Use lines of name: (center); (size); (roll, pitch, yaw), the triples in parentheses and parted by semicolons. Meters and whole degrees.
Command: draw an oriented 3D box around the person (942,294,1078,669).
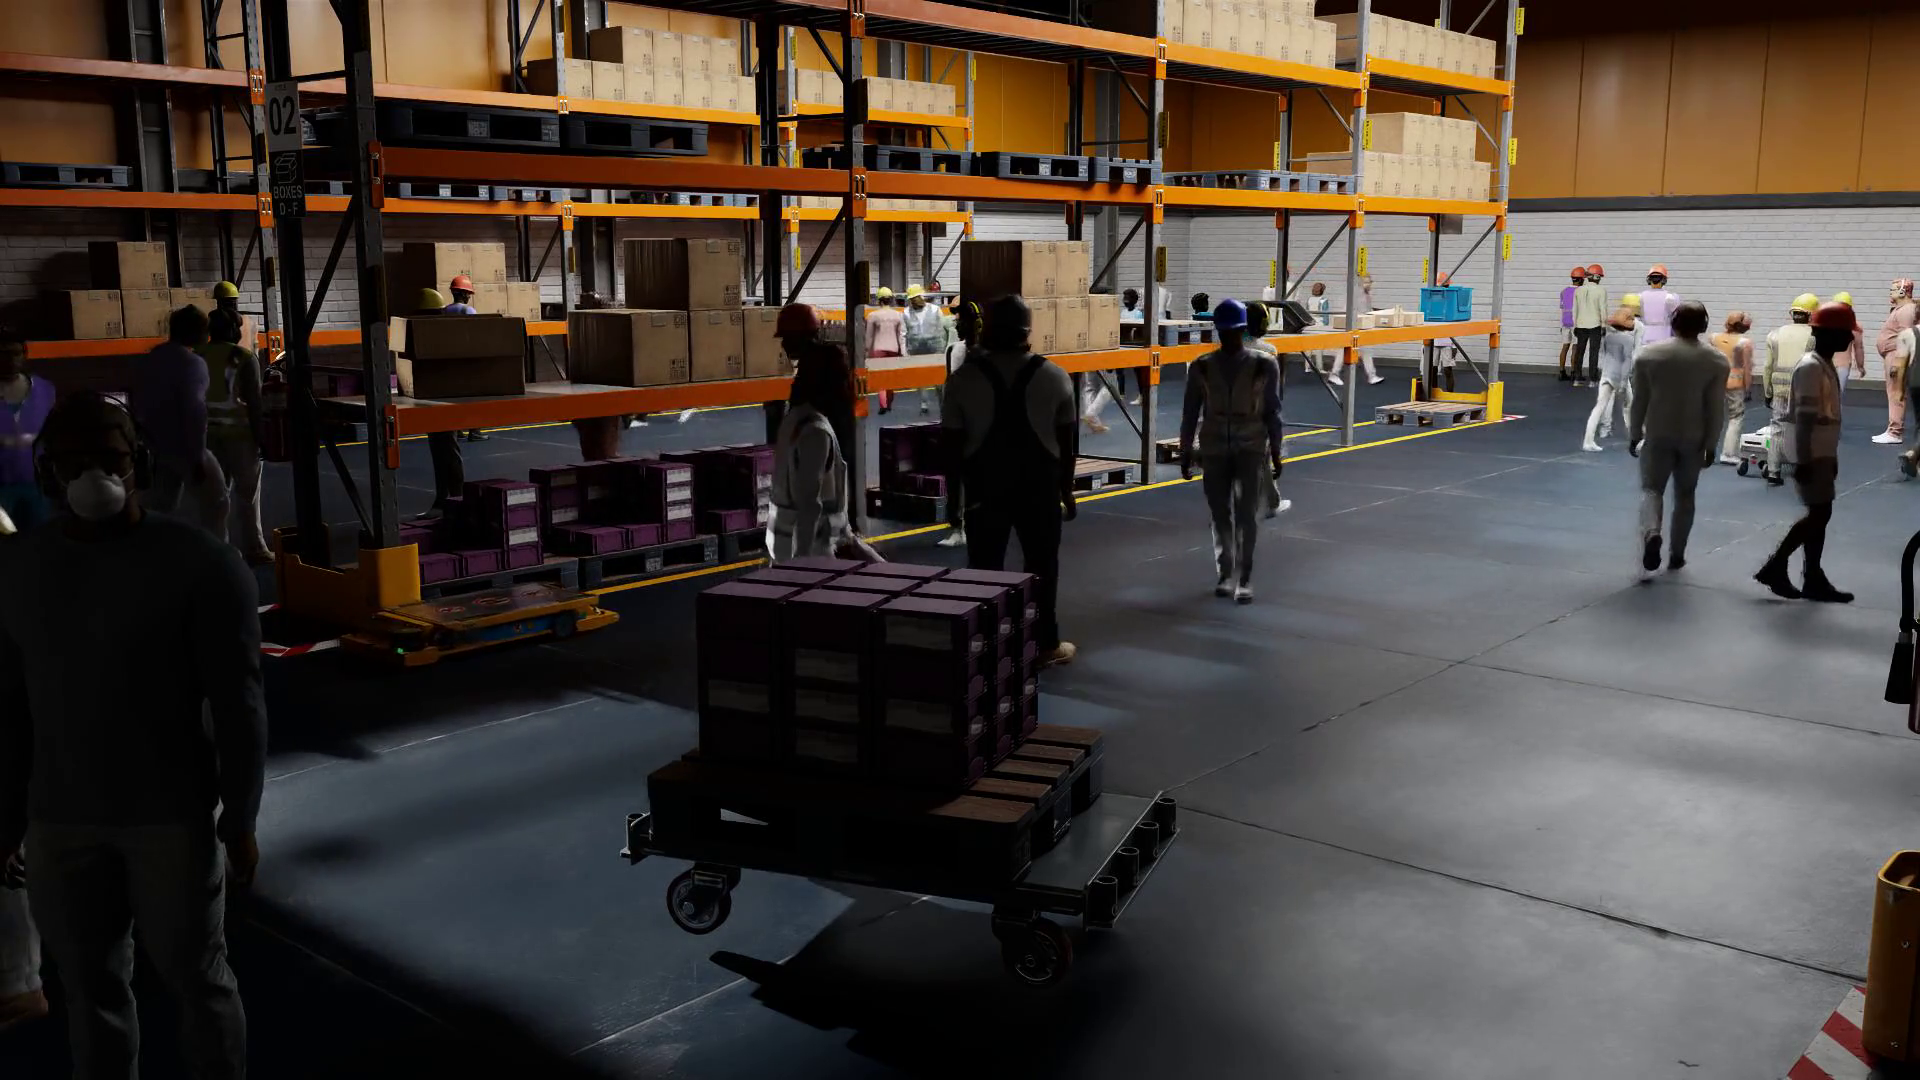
person: (0.275, -0.301, 8.820); (0.735, 2.000, 0.534); (0, 10, 1)

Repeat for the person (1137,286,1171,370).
person: (3.276, -3.642, 28.109); (0.635, 1.946, 0.635); (-4, 11, -20)

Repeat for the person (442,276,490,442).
person: (-5.804, -2.110, 19.443); (0.542, 1.927, 0.374); (4, 11, 24)

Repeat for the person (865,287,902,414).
person: (-1.018, -2.591, 22.735); (0.538, 1.735, 0.810); (-2, 10, -13)

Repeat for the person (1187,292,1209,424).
person: (3.055, -2.341, 21.440); (0.321, 1.689, 0.529); (2, 10, 9)

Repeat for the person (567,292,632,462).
person: (-2.991, -1.115, 13.867); (0.670, 1.893, 0.487); (6, 12, 31)

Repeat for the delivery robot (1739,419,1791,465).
delivery robot: (8.080, -0.956, 16.509); (0.707, 0.478, 0.477); (-6, 12, -31)

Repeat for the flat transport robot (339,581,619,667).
flat transport robot: (-2.733, 0.457, 9.539); (0.652, 0.197, 1.431); (8, 13, 40)

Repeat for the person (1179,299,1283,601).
person: (1.709, -0.561, 10.611); (0.654, 1.926, 0.643); (4, 11, 19)

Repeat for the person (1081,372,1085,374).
person: (2.125, -3.872, 29.940); (0.313, 1.766, 0.533); (2, 10, 10)

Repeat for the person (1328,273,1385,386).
person: (6.529, -3.441, 27.255); (1.014, 1.854, 0.675); (9, 13, 42)

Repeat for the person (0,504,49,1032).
person: (-2.901, 0.509, 4.786); (0.633, 1.841, 0.429); (10, 14, 44)

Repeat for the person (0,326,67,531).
person: (-5.490, -0.326, 9.606); (0.664, 1.822, 0.593); (8, 13, 39)

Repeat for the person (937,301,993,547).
person: (0.089, -0.850, 12.454); (0.520, 1.865, 0.335); (6, 12, 30)

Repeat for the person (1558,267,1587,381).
person: (10.446, -3.663, 28.261); (0.375, 1.935, 0.551); (-5, 11, -26)

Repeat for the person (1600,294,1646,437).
person: (8.012, -2.092, 20.001); (0.860, 1.698, 0.495); (-9, 14, -42)

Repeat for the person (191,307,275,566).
person: (-5.168, -0.729, 11.822); (0.635, 1.842, 0.429); (3, 10, 15)

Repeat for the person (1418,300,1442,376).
person: (8.336, -3.709, 29.368); (0.511, 1.641, 0.307); (4, 11, 22)

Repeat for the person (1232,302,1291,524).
person: (2.398, -1.040, 13.672); (0.513, 1.820, 0.980); (8, 13, 38)

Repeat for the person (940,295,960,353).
person: (-0.020, -2.421, 22.050); (0.503, 1.632, 0.279); (5, 11, 27)

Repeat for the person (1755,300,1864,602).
person: (5.462, -0.549, 10.558); (0.469, 1.926, 0.595); (8, 13, 39)

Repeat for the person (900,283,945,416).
person: (-0.494, -2.545, 22.324); (0.636, 1.788, 0.453); (0, 10, 2)

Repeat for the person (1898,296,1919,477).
person: (9.443, -1.485, 16.249); (0.771, 1.807, 0.536); (-8, 13, -39)

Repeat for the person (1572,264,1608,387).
person: (10.283, -3.489, 27.124); (0.391, 1.987, 0.608); (-7, 12, -37)

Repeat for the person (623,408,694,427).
person: (-3.846, -2.392, 21.198); (0.944, 1.892, 0.596); (-6, 11, -30)

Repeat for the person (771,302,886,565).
person: (-0.751, -0.406, 9.678); (0.947, 1.956, 0.637); (-4, 11, -21)

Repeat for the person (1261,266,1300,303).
person: (5.259, -3.577, 27.521); (0.648, 2.011, 0.784); (-3, 10, -16)

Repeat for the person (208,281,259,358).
person: (-7.220, -1.595, 16.512); (0.367, 1.927, 0.590); (4, 11, 24)

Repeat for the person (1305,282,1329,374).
person: (6.424, -3.809, 29.936); (0.310, 1.638, 0.522); (-7, 12, -36)

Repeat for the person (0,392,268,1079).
person: (-1.898, 0.635, 3.781); (0.635, 1.939, 0.361); (0, 10, 0)

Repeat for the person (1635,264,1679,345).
person: (9.272, -2.654, 22.237); (0.605, 2.034, 0.390); (5, 11, 28)

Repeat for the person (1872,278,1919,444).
person: (10.820, -2.065, 19.244); (0.408, 1.906, 0.653); (5, 11, 29)

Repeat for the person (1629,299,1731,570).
person: (4.958, -0.710, 11.525); (0.631, 1.910, 0.775); (5, 11, 25)

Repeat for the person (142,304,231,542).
person: (-4.938, -0.552, 10.669); (0.712, 1.894, 0.807); (7, 12, 33)

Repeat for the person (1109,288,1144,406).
person: (2.396, -2.741, 23.736); (0.633, 1.671, 0.552); (-5, 11, -25)

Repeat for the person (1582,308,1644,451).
person: (7.328, -1.778, 18.504); (0.857, 1.583, 0.504); (-3, 11, -19)

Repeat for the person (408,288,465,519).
person: (-4.291, -1.095, 13.665); (0.384, 1.928, 0.588); (-8, 13, -37)

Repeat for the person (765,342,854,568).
person: (-0.582, 0.044, 7.423); (0.946, 1.836, 0.587); (-4, 11, -20)

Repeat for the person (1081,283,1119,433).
person: (1.670, -2.192, 20.174); (0.436, 1.833, 0.648); (-6, 12, -30)

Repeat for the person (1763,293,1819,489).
person: (7.873, -1.394, 15.639); (0.403, 1.830, 0.599); (-8, 13, -39)

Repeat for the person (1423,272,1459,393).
person: (6.588, -2.704, 22.831); (0.540, 1.931, 0.382); (8, 13, 39)

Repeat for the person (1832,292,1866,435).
person: (10.307, -2.016, 19.471); (0.794, 1.736, 0.531); (-7, 12, -34)

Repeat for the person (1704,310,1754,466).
person: (7.956, -1.572, 17.295); (0.367, 1.623, 0.555); (-7, 12, -34)
